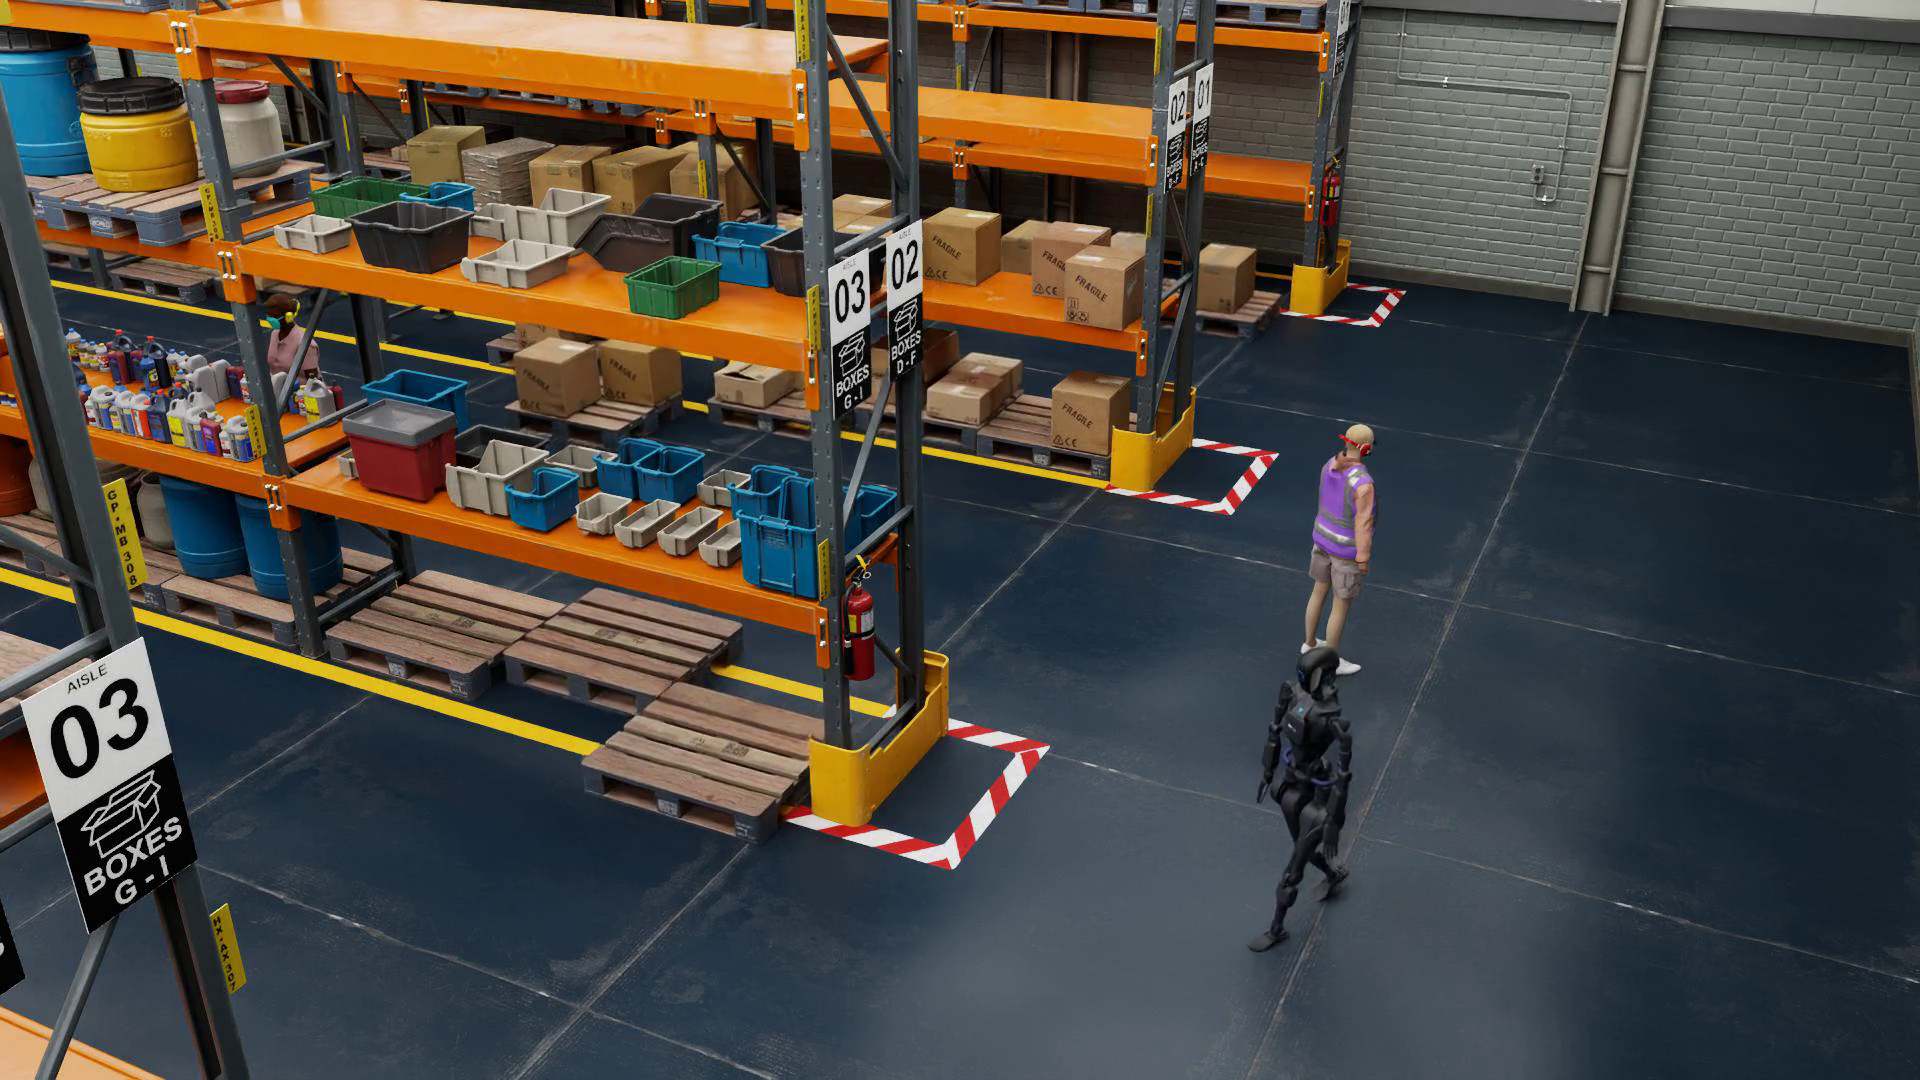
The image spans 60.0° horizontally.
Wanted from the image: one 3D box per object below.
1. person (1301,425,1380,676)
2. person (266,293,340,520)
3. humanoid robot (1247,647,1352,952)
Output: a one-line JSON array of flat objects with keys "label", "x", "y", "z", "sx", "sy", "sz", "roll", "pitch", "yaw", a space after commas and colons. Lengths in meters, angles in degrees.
[{"label": "person", "x": 2.429, "y": 0.058, "z": 10.588, "sx": 0.350, "sy": 1.688, "sz": 0.488, "roll": -11, "pitch": 28, "yaw": -21}, {"label": "person", "x": -4.996, "y": -1.018, "z": 12.652, "sx": 0.512, "sy": 1.795, "sz": 0.336, "roll": 16, "pitch": 31, "yaw": 30}, {"label": "humanoid robot", "x": 1.756, "y": 1.239, "z": 8.264, "sx": 0.772, "sy": 1.635, "sz": 0.589, "roll": -16, "pitch": 30, "yaw": -29}]
